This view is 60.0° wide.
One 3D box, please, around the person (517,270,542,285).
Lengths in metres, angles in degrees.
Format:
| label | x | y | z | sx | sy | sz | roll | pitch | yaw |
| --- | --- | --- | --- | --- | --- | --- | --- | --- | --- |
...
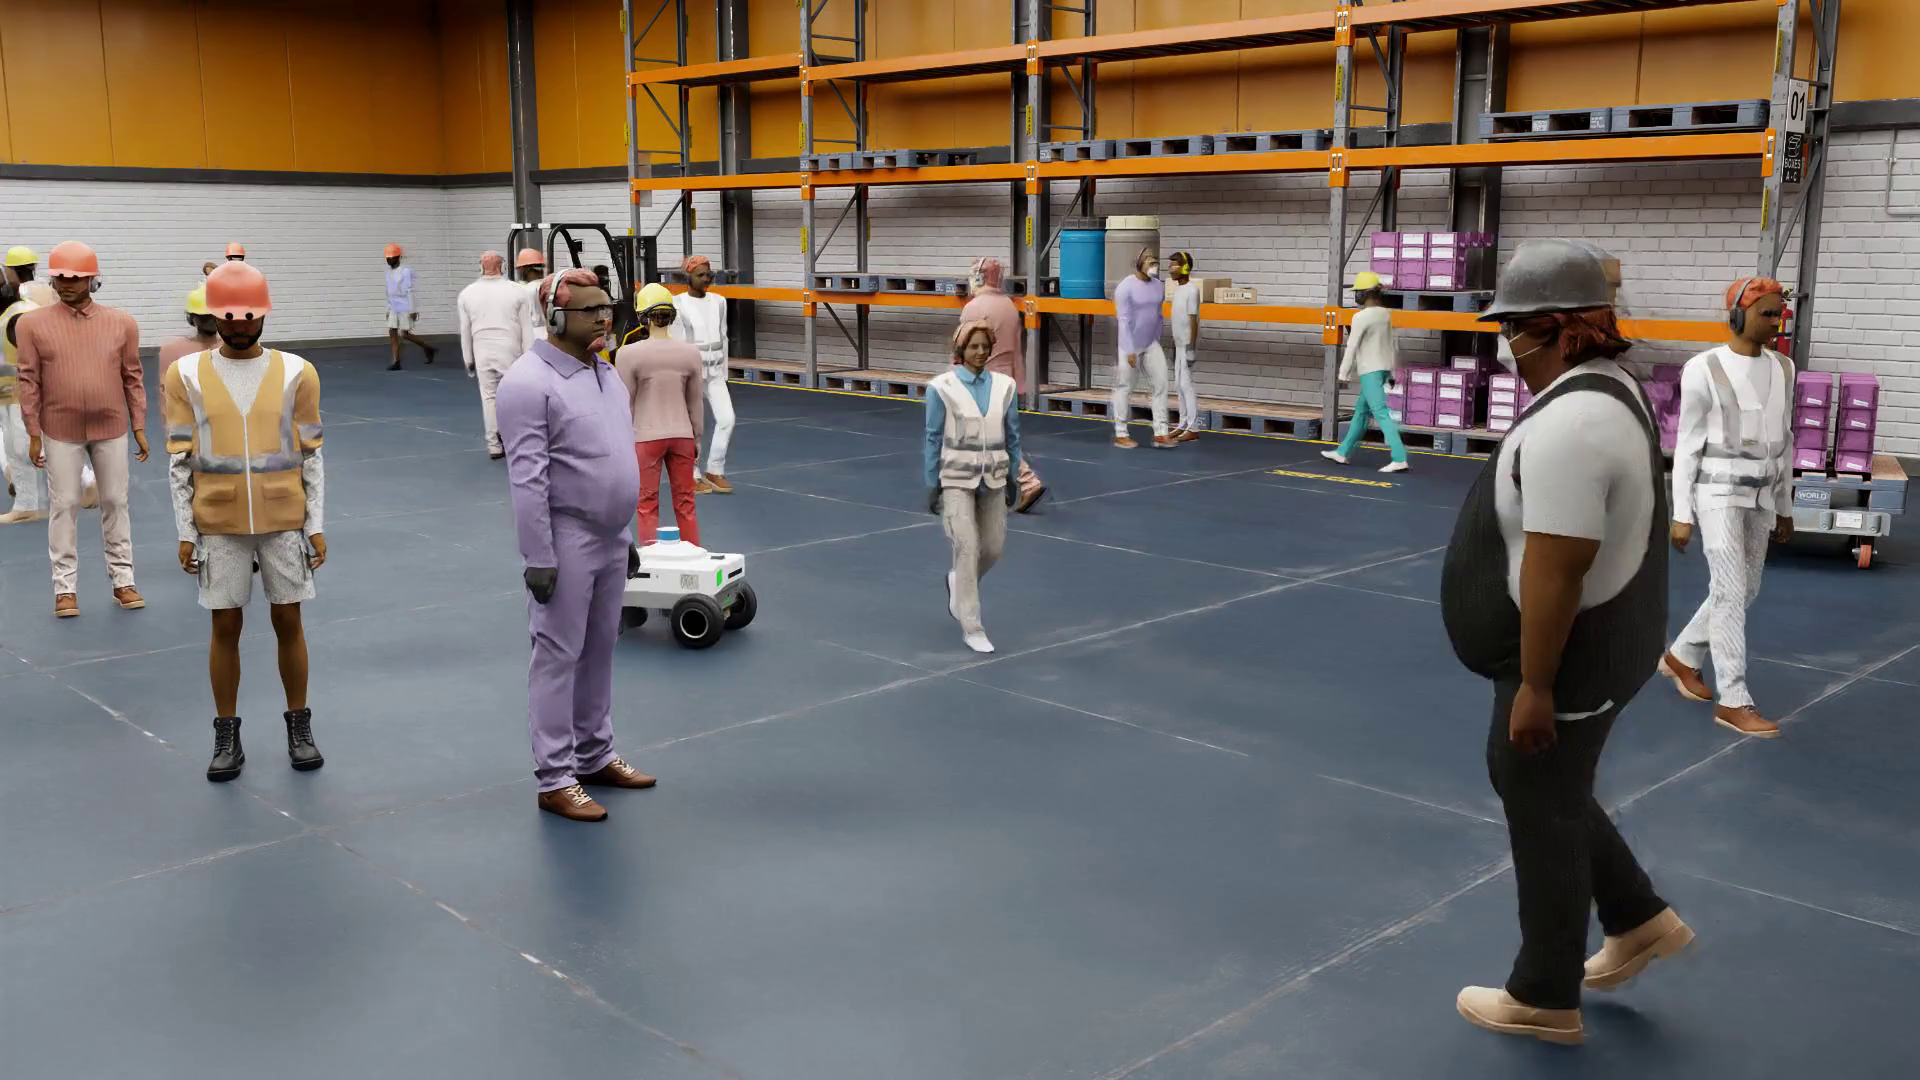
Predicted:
| label | x | y | z | sx | sy | sz | roll | pitch | yaw |
| --- | --- | --- | --- | --- | --- | --- | --- | --- | --- |
| person | -4.598 | -2.135 | 17.868 | 0.926 | 1.784 | 0.561 | 8 | 13 | 38 |

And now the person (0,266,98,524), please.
| label | x | y | z | sx | sy | sz | roll | pitch | yaw |
| --- | --- | --- | --- | --- | --- | --- | --- | --- | --- |
| person | -6.474 | -1.014 | 11.690 | 0.640 | 1.825 | 0.628 | -8 | 13 | -36 |

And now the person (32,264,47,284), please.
| label | x | y | z | sx | sy | sz | roll | pitch | yaw |
| --- | --- | --- | --- | --- | --- | --- | --- | --- | --- |
| person | -10.292 | -2.222 | 18.135 | 0.985 | 1.886 | 0.656 | 3 | 11 | 17 |

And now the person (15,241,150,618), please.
| label | x | y | z | sx | sy | sz | roll | pitch | yaw |
| --- | --- | --- | --- | --- | --- | --- | --- | --- | --- |
| person | -4.673 | -0.592 | 8.907 | 0.613 | 1.991 | 0.391 | -8 | 13 | -36 |

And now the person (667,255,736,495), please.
| label | x | y | z | sx | sy | sz | roll | pitch | yaw |
| --- | --- | --- | --- | --- | --- | --- | --- | --- | --- |
| person | -1.983 | -1.266 | 12.915 | 0.617 | 1.865 | 0.561 | -9 | 14 | -42 |

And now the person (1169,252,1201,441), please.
| label | x | y | z | sx | sy | sz | roll | pitch | yaw |
| --- | --- | --- | --- | --- | --- | --- | --- | --- | --- |
| person | 2.208 | -1.903 | 16.424 | 0.321 | 1.860 | 0.527 | -2 | 11 | -11 |

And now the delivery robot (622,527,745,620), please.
| label | x | y | z | sx | sy | sz | roll | pitch | yaw |
| --- | --- | --- | --- | --- | --- | --- | --- | --- | --- |
| delivery robot | -1.457 | 0.178 | 8.372 | 0.707 | 0.478 | 0.477 | 3 | 11 | 15 |

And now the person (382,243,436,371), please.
| label | x | y | z | sx | sy | sz | roll | pitch | yaw |
| --- | --- | --- | --- | --- | --- | --- | --- | --- | --- |
| person | -8.336 | -3.497 | 24.984 | 0.581 | 1.909 | 0.703 | 7 | 13 | 34 |

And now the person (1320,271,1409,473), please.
| label | x | y | z | sx | sy | sz | roll | pitch | yaw |
| --- | --- | --- | --- | --- | --- | --- | --- | --- | --- |
| person | 3.522 | -1.445 | 14.326 | 0.938 | 1.710 | 0.536 | 9 | 14 | 42 |

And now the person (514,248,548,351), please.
| label | x | y | z | sx | sy | sz | roll | pitch | yaw |
| --- | --- | --- | --- | --- | --- | --- | --- | --- | --- |
| person | -4.156 | -1.961 | 16.638 | 0.906 | 1.903 | 0.552 | 4 | 11 | 21 |

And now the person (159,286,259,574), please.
| label | x | y | z | sx | sy | sz | roll | pitch | yaw |
| --- | --- | --- | --- | --- | --- | --- | --- | --- | --- |
| person | -4.437 | -0.629 | 9.860 | 0.539 | 1.716 | 0.933 | -7 | 12 | -32 |

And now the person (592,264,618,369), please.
| label | x | y | z | sx | sy | sz | roll | pitch | yaw |
| --- | --- | --- | --- | --- | --- | --- | --- | --- | --- |
| person | -4.630 | -2.660 | 21.083 | 0.837 | 1.670 | 0.522 | 1 | 10 | 8 |

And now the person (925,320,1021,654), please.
| label | x | y | z | sx | sy | sz | roll | pitch | yaw |
| --- | --- | --- | --- | --- | --- | --- | --- | --- | --- |
| person | 0.039 | -0.286 | 8.257 | 0.520 | 1.622 | 0.644 | -5 | 12 | -25 |

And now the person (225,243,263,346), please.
| label | x | y | z | sx | sy | sz | roll | pitch | yaw |
| --- | --- | --- | --- | --- | --- | --- | --- | --- | --- |
| person | -8.959 | -2.722 | 20.701 | 0.543 | 1.930 | 0.380 | -10 | 14 | -42 |

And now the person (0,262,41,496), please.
| label | x | y | z | sx | sy | sz | roll | pitch | yaw |
| --- | --- | --- | --- | --- | --- | --- | --- | --- | --- |
| person | -7.308 | -1.217 | 12.763 | 0.669 | 1.828 | 0.632 | 10 | 14 | 44 |

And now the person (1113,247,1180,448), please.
| label | x | y | z | sx | sy | sz | roll | pitch | yaw |
| --- | --- | --- | --- | --- | --- | --- | --- | --- | --- |
| person | 1.768 | -1.788 | 15.642 | 0.636 | 1.903 | 0.850 | -8 | 13 | -36 |

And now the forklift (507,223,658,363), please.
| label | x | y | z | sx | sy | sz | roll | pitch | yaw |
| --- | --- | --- | --- | --- | --- | --- | --- | --- | --- |
| forklift | -5.316 | -3.263 | 22.920 | 2.313 | 2.155 | 1.214 | -10 | 14 | -44 |

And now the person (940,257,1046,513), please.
| label | x | y | z | sx | sy | sz | roll | pitch | yaw |
| --- | --- | --- | --- | --- | --- | --- | --- | --- | --- |
| person | 0.255 | -1.146 | 12.270 | 0.932 | 1.874 | 0.629 | 6 | 12 | 28 |

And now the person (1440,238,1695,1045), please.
| label | x | y | z | sx | sy | sz | roll | pitch | yaw |
| --- | --- | --- | --- | --- | --- | --- | --- | --- | --- |
| person | 1.495 | 0.249 | 4.185 | 0.563 | 2.000 | 0.702 | 6 | 12 | 28 |

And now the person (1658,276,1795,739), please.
| label | x | y | z | sx | sy | sz | roll | pitch | yaw |
| --- | --- | --- | --- | --- | --- | --- | --- | --- | --- |
| person | 3.221 | -0.164 | 6.952 | 0.596 | 1.878 | 0.693 | -4 | 11 | -22 |

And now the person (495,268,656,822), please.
| label | x | y | z | sx | sy | sz | roll | pitch | yaw |
| --- | --- | --- | --- | --- | --- | --- | --- | --- | --- |
| person | -1.324 | 0.009 | 5.863 | 0.408 | 1.909 | 0.638 | 3 | 11 | 18 |

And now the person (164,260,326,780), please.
| label | x | y | z | sx | sy | sz | roll | pitch | yaw |
| --- | --- | --- | --- | --- | --- | --- | --- | --- | --- |
| person | -2.649 | -0.070 | 6.225 | 0.543 | 1.932 | 0.365 | -5 | 11 | -23 |

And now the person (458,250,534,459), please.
| label | x | y | z | sx | sy | sz | roll | pitch | yaw |
| --- | --- | --- | --- | --- | --- | --- | --- | --- | --- |
| person | -4.165 | -1.656 | 14.985 | 0.666 | 1.887 | 0.476 | 0 | 10 | 0 |

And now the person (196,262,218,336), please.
| label | x | y | z | sx | sy | sz | roll | pitch | yaw |
| --- | --- | --- | --- | --- | --- | --- | --- | --- | --- |
| person | -11.464 | -3.465 | 25.623 | 0.534 | 1.603 | 0.770 | -7 | 12 | -32 |

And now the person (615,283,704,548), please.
| label | x | y | z | sx | sy | sz | roll | pitch | yaw |
| --- | --- | --- | --- | --- | --- | --- | --- | --- | --- |
| person | -1.686 | -0.556 | 9.352 | 0.518 | 1.756 | 0.345 | -7 | 13 | -34 |

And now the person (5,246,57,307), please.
| label | x | y | z | sx | sy | sz | roll | pitch | yaw |
| --- | --- | --- | --- | --- | --- | --- | --- | --- | --- |
| person | -8.455 | -1.696 | 15.124 | 0.439 | 1.921 | 0.608 | 2 | 11 | 10 |
